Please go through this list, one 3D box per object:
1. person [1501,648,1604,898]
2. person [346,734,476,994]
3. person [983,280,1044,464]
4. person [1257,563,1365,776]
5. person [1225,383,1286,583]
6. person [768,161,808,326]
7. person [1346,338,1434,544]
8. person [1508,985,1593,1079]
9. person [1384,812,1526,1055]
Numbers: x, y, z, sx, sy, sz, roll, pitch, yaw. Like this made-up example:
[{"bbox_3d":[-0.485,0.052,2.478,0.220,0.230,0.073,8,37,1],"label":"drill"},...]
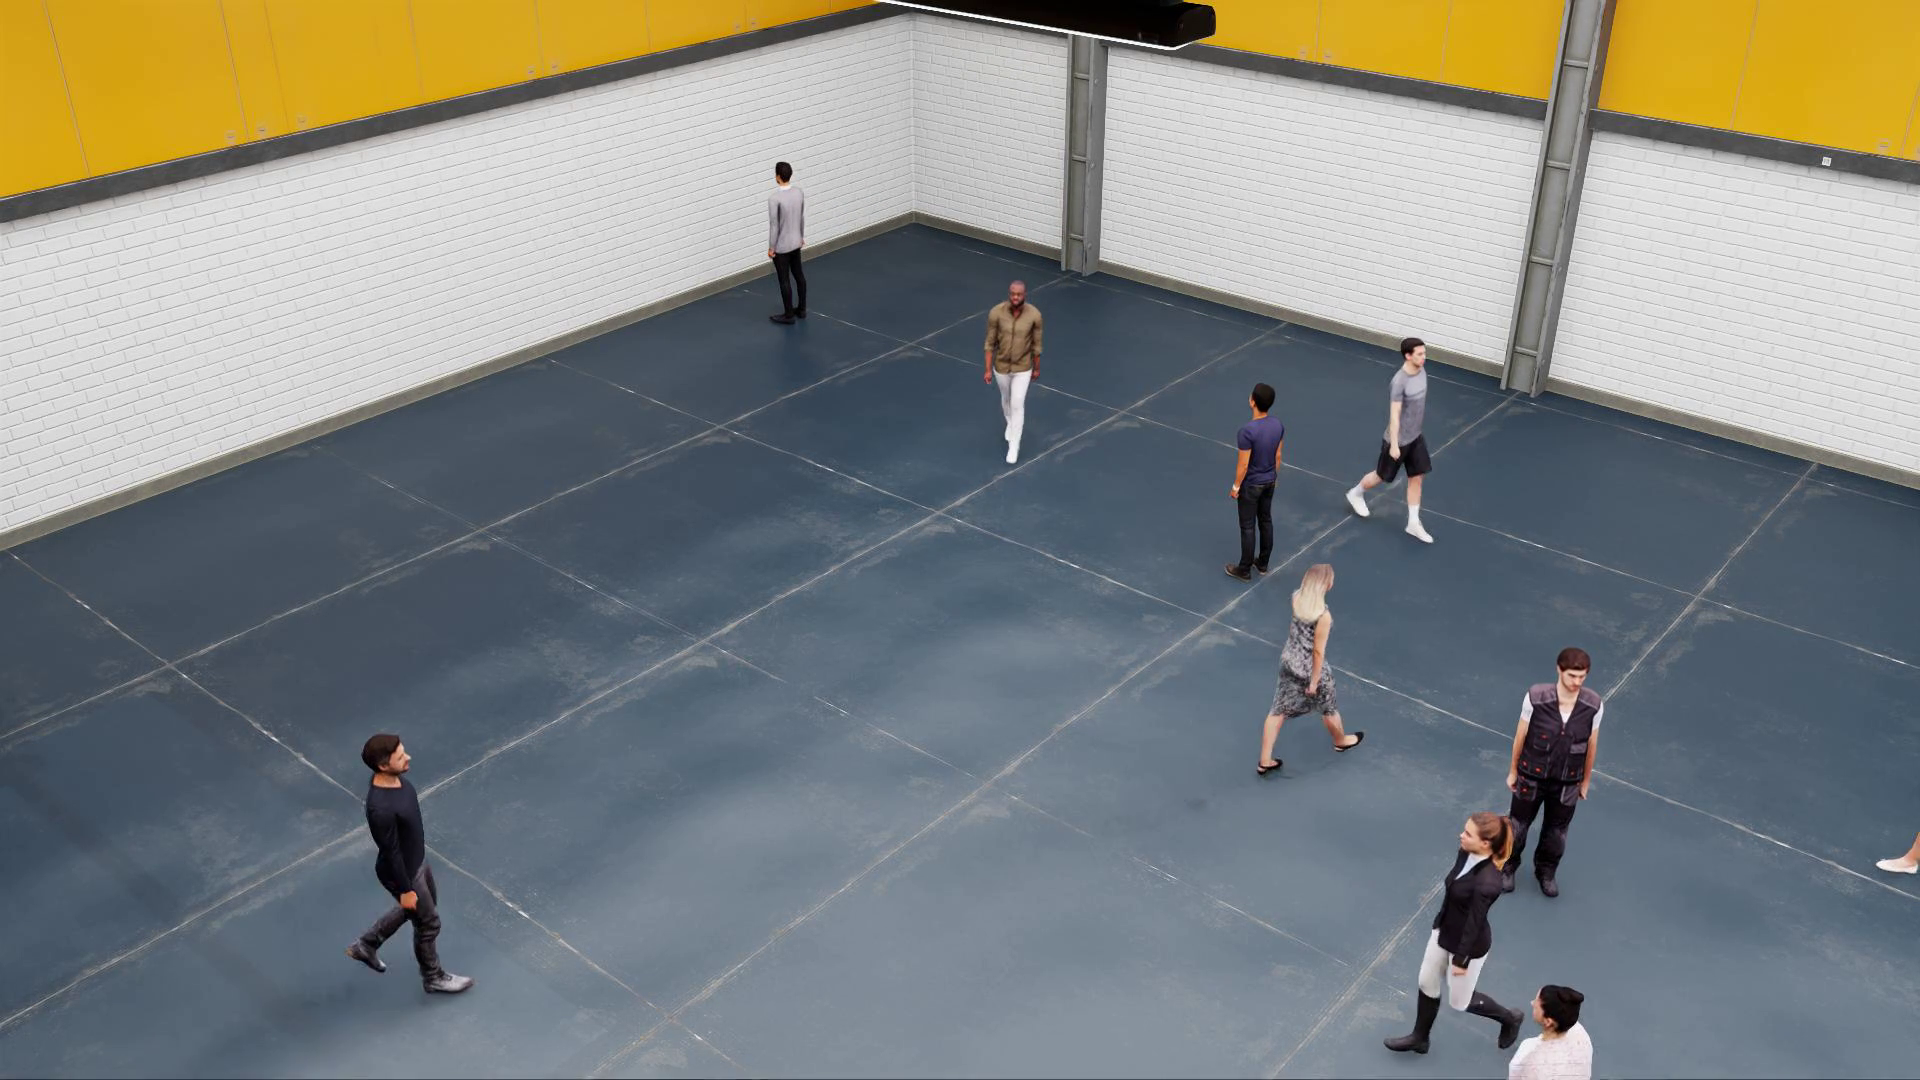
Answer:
[{"bbox_3d":[3.729,1.462,10.528,0.702,1.843,0.813,5,29,10],"label":"person"},{"bbox_3d":[-3.318,1.925,9.671,1.036,1.851,1.003,-5,29,-8],"label":"person"},{"bbox_3d":[0.522,-1.726,16.440,1.257,1.779,1.173,5,29,8],"label":"person"},{"bbox_3d":[2.324,0.946,11.663,0.877,1.663,1.090,-16,32,-27],"label":"person"},{"bbox_3d":[2.534,-0.492,14.163,0.709,1.793,0.641,-17,33,-28],"label":"person"},{"bbox_3d":[-2.025,-3.491,19.528,0.612,1.921,0.752,19,34,31],"label":"person"},{"bbox_3d":[3.891,-0.952,14.956,0.847,1.841,1.252,-21,35,-33],"label":"person"},{"bbox_3d":[2.897,2.880,8.057,0.956,1.720,0.691,24,37,37],"label":"person"},{"bbox_3d":[2.860,2.246,9.230,1.022,1.711,0.975,-3,29,-5],"label":"person"}]
